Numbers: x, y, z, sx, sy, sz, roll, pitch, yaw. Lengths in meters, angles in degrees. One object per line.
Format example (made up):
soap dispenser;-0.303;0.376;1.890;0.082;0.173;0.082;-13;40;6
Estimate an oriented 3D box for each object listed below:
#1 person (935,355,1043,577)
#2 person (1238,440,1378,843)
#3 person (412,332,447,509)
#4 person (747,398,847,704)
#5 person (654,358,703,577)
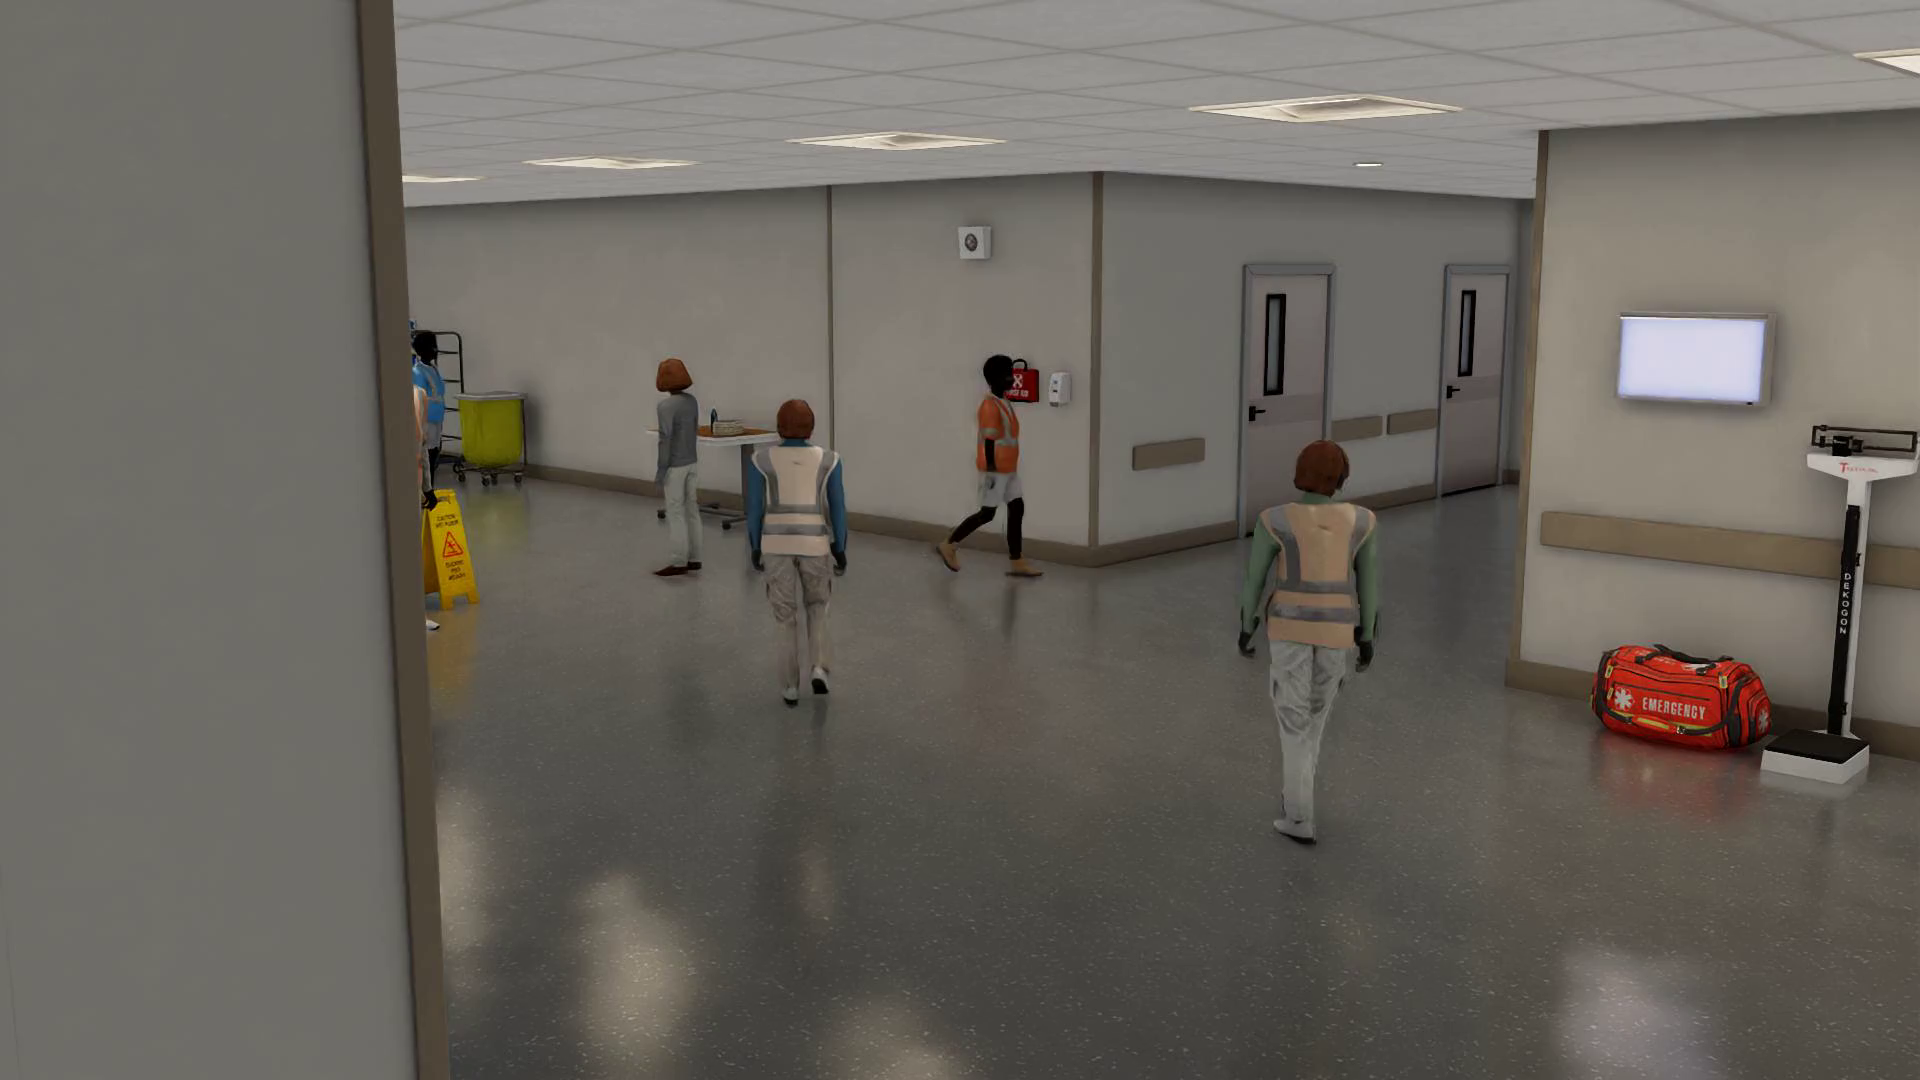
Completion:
person;0.213;-0.550;12.383;0.757;1.671;0.533;3;10;18
person;1.407;0.392;6.822;0.523;1.614;0.634;-1;9;-8
person;-5.105;-1.146;15.990;0.315;1.696;0.541;0;9;0
person;-0.866;0.061;8.831;0.521;1.621;0.371;-2;9;-10
person;-2.118;-0.540;12.468;0.279;1.632;0.502;4;10;21
